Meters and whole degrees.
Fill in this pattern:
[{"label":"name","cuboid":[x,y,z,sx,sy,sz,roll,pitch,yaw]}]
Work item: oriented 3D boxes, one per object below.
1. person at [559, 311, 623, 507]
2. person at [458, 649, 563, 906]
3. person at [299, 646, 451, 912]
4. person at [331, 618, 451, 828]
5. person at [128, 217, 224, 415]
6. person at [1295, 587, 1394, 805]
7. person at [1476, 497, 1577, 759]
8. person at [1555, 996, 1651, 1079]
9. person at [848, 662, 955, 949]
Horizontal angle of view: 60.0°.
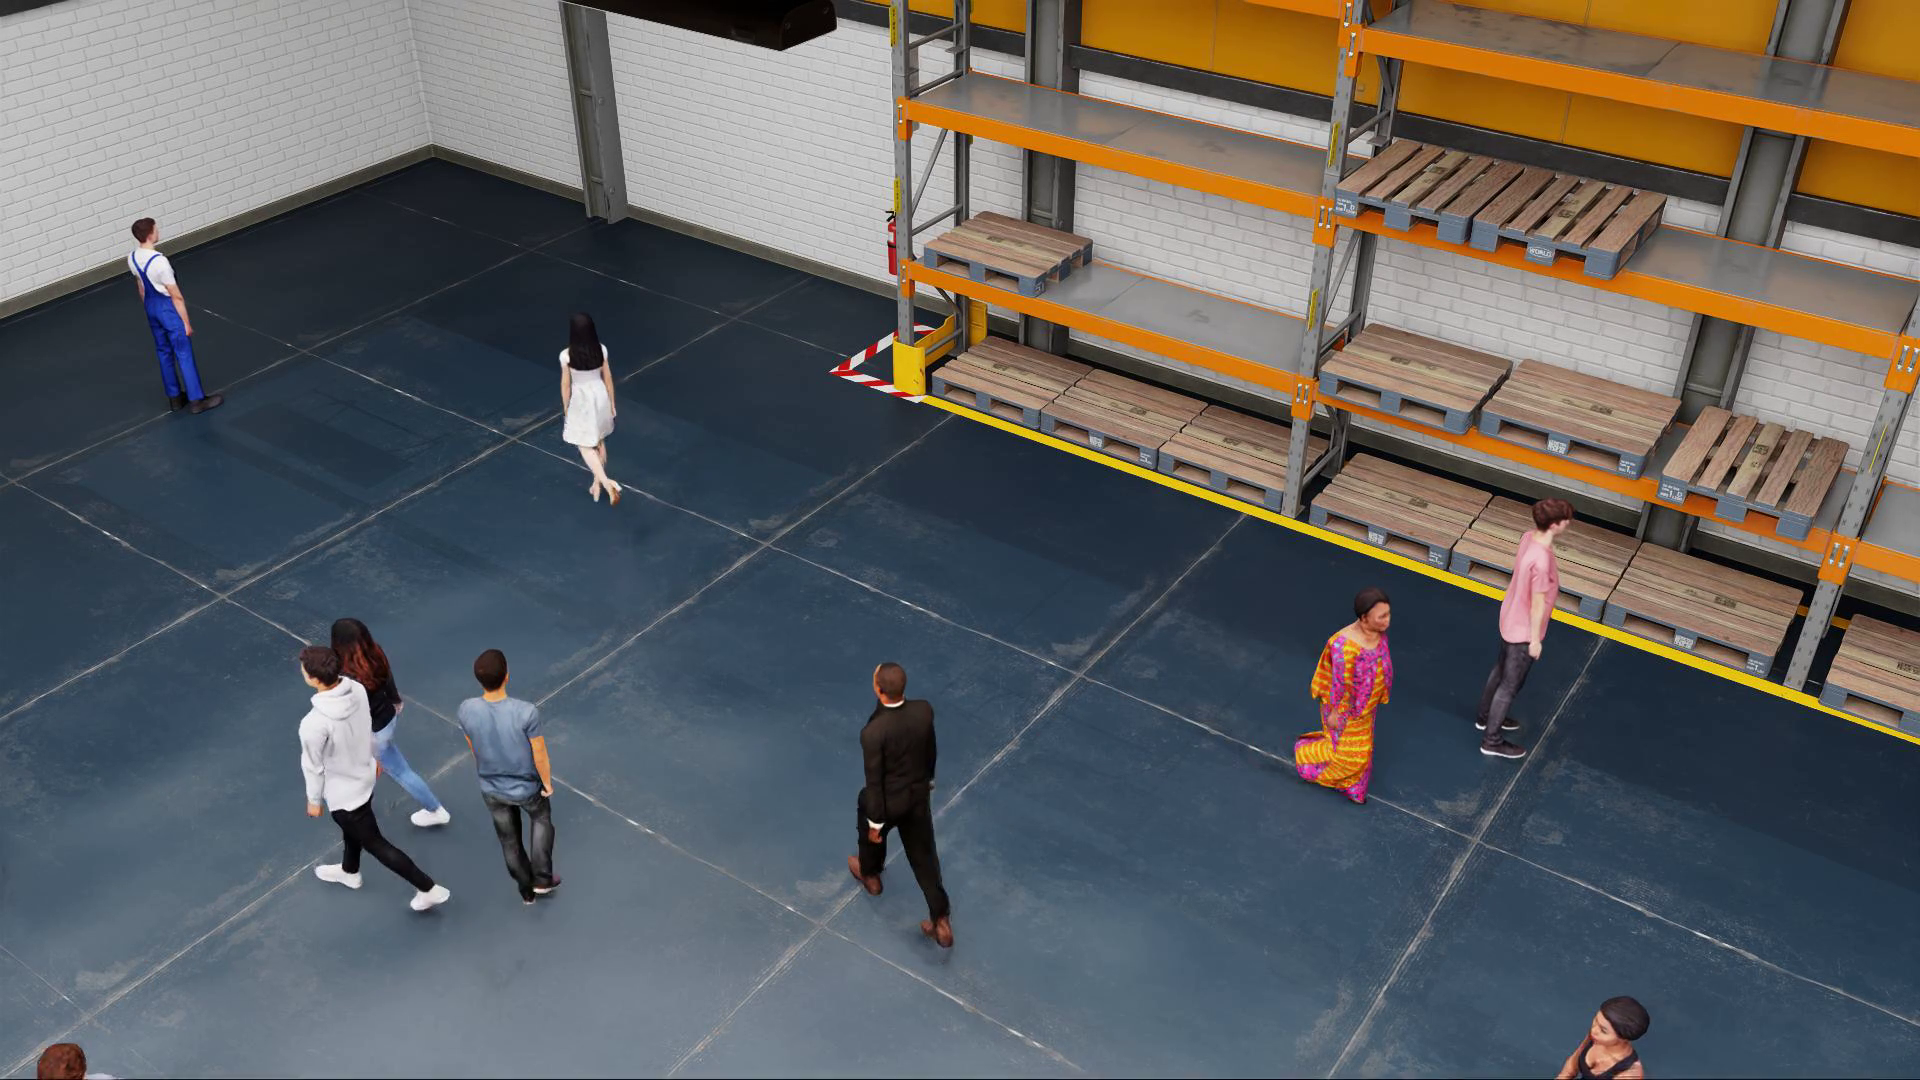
[{"label":"person","cuboid":[-2.997,-1.009,13.578,0.874,1.760,1.056,-17,37,-23]},{"label":"person","cuboid":[-2.671,1.479,9.802,0.764,1.797,0.838,0,34,0]},{"label":"person","cuboid":[-3.503,1.444,9.765,1.300,1.895,1.015,6,34,9]},{"label":"person","cuboid":[-3.594,1.190,10.426,1.197,1.588,0.996,3,34,5]},{"label":"person","cuboid":[-7.178,-2.029,15.032,0.577,1.849,0.726,14,36,19]},{"label":"person","cuboid":[2.471,0.982,10.675,0.741,1.658,0.880,-28,43,-35]},{"label":"person","cuboid":[3.716,0.562,11.037,0.710,1.957,0.707,3,34,5]},{"label":"person","cuboid":[3.112,2.794,7.934,1.027,1.674,0.887,1,34,2]},{"label":"person","cuboid":[-0.298,1.555,9.629,1.011,1.862,1.360,-21,39,-29]}]
